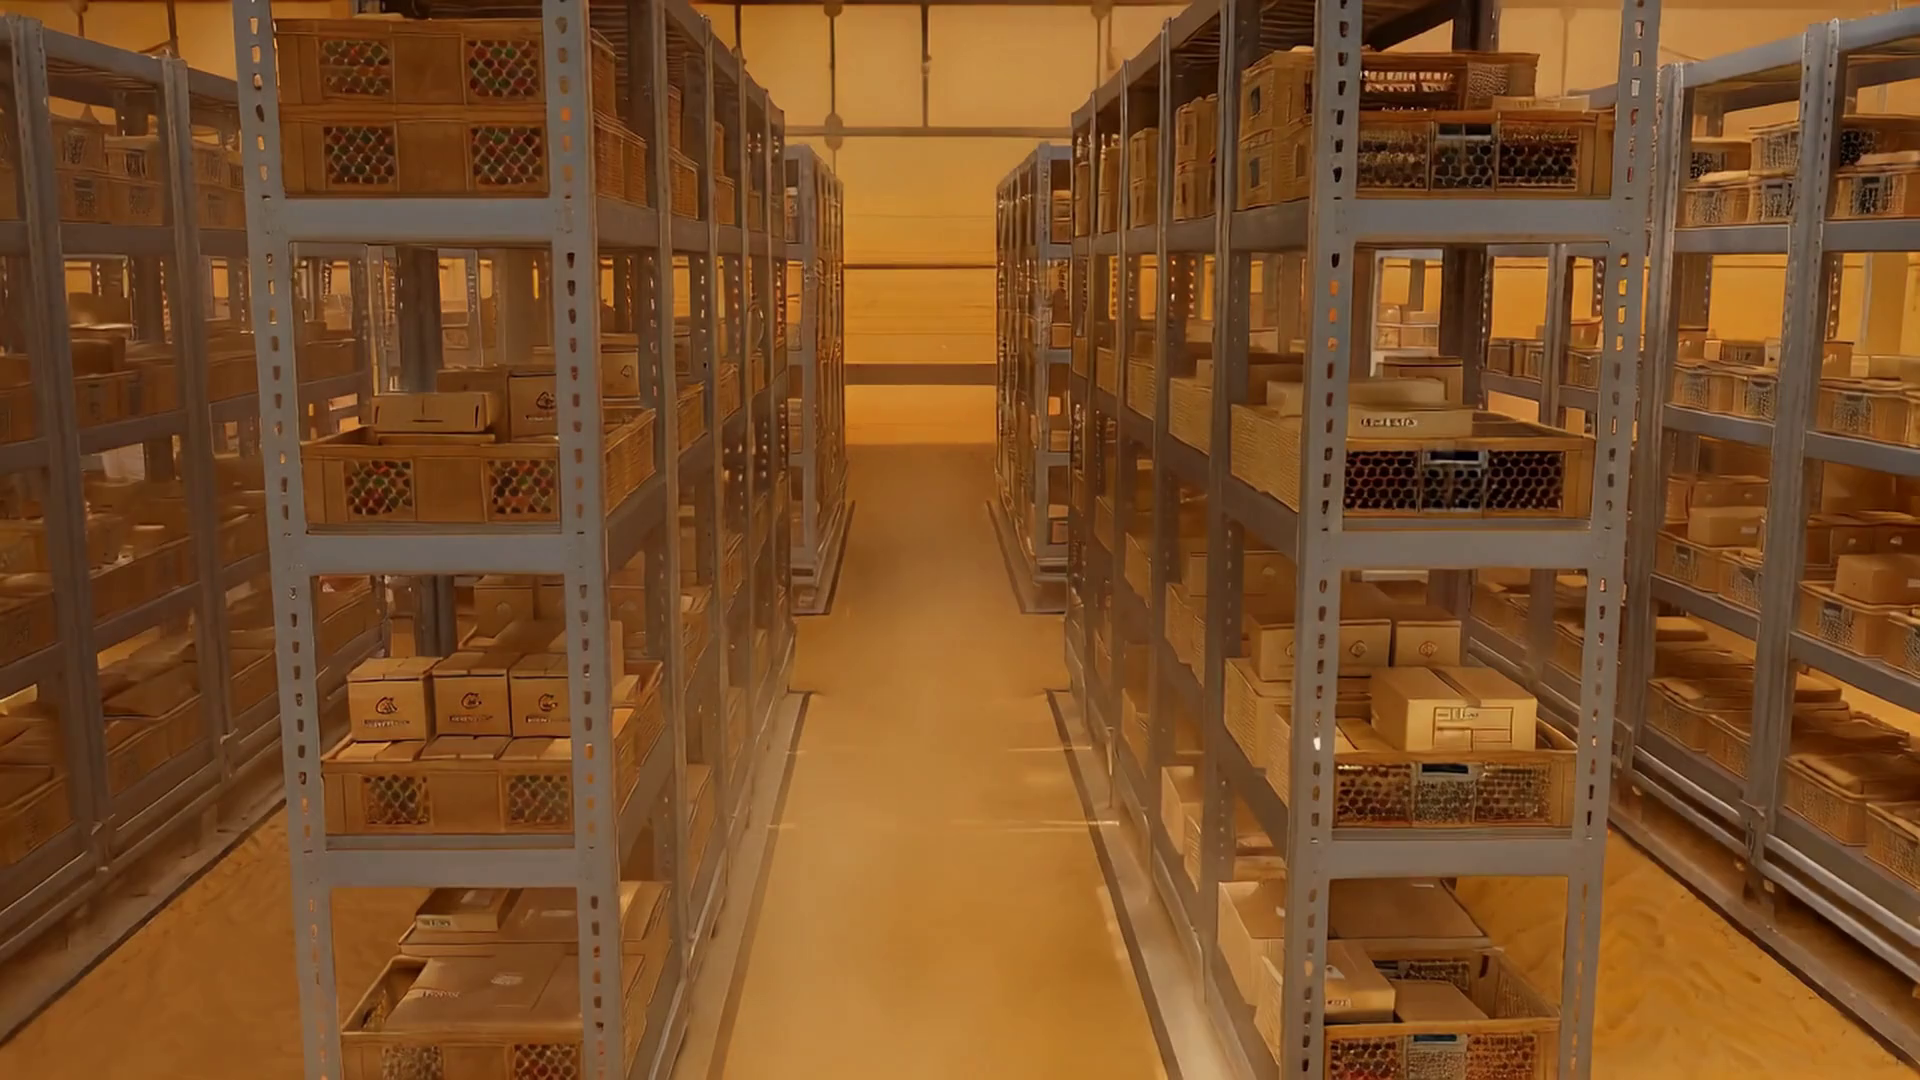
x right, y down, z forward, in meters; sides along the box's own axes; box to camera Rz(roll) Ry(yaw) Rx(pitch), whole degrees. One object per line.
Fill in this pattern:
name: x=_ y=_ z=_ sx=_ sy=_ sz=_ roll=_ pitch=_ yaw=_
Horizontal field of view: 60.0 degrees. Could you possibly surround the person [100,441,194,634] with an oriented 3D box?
person: x=-5.909 y=-0.171 z=11.994 sx=0.931 sy=1.802 sz=0.568 roll=1 pitch=9 yaw=6
